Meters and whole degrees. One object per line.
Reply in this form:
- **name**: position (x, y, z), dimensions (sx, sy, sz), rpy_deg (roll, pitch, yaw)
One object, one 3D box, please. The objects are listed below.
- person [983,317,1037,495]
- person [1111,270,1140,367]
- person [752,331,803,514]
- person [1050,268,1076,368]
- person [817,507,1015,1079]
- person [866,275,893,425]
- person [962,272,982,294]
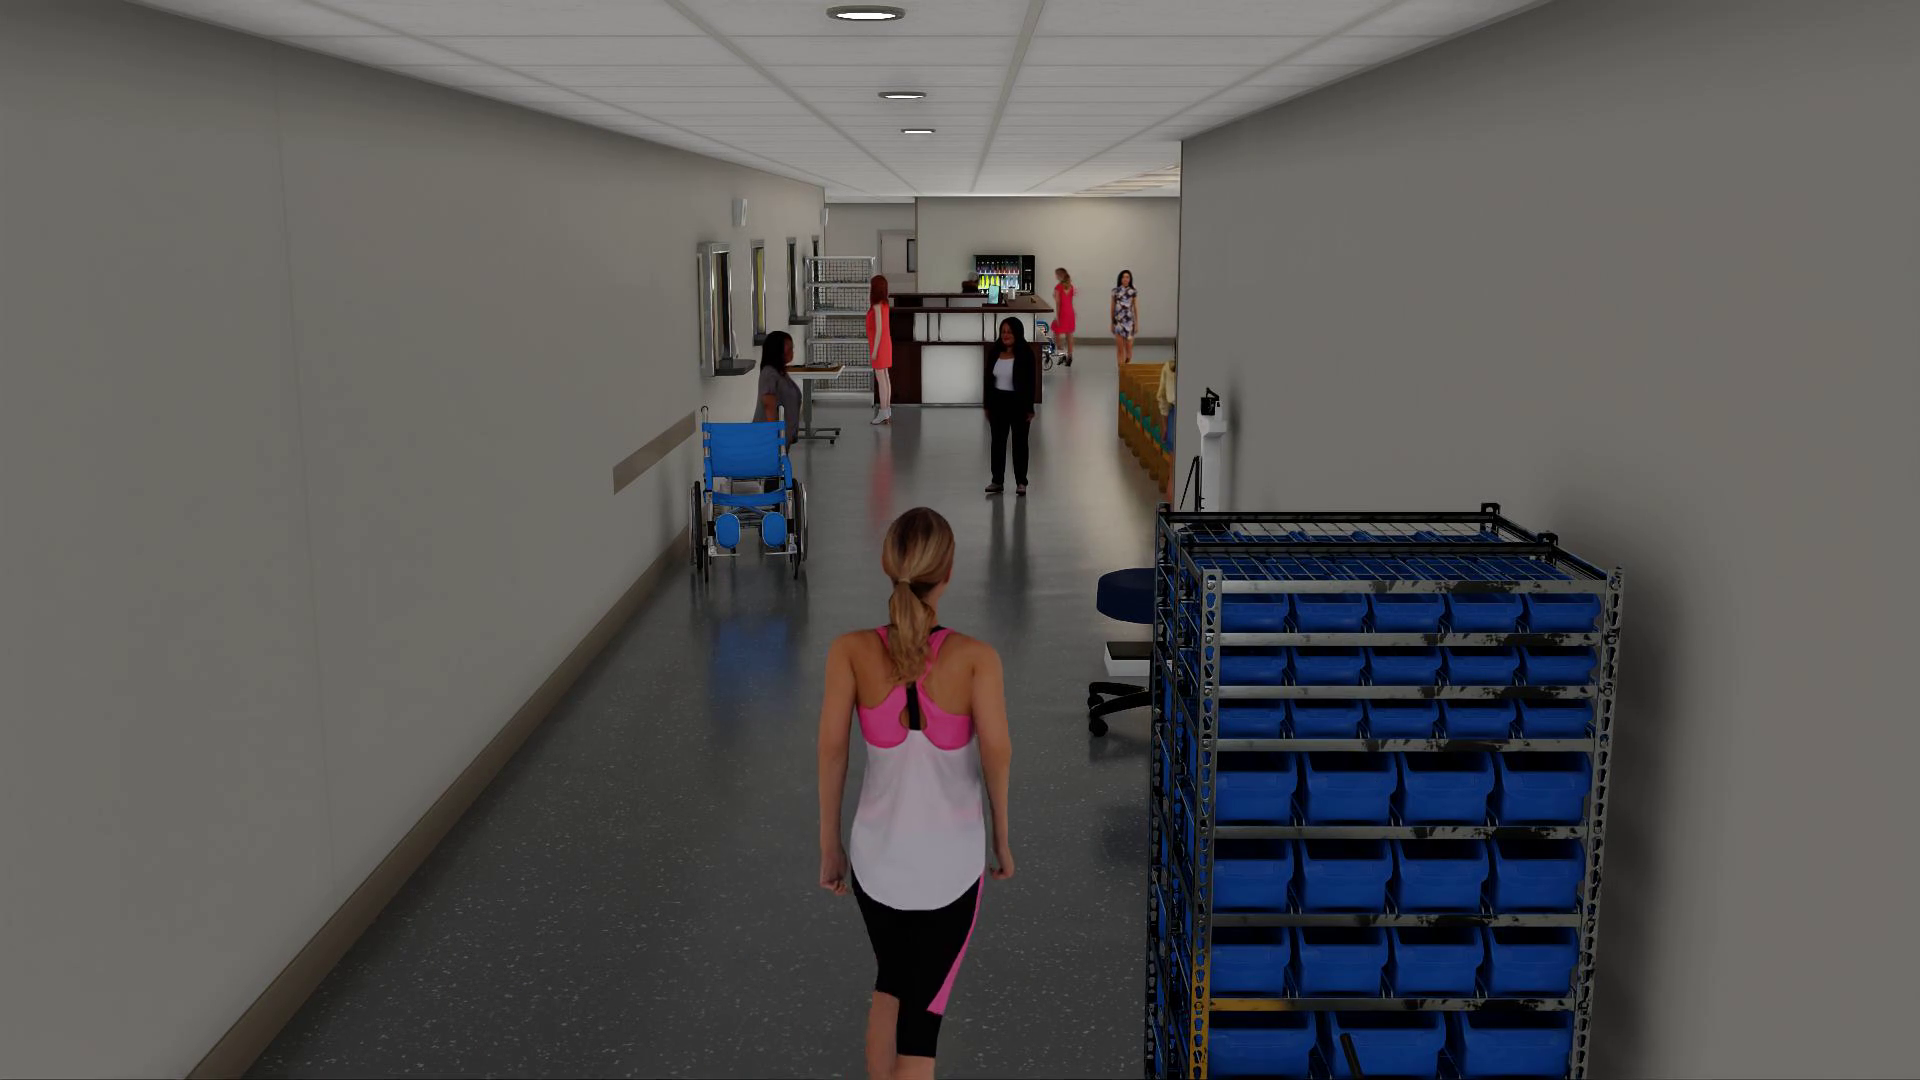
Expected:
- **person**: position (0.459, -1.228, 15.186), dimensions (0.649, 1.617, 0.769), rpy_deg (3, 11, 16)
- **person**: position (2.603, -3.382, 26.314), dimensions (1.099, 1.700, 0.779), rpy_deg (2, 11, 8)
- **person**: position (-1.508, -0.882, 13.397), dimensions (0.644, 1.604, 0.631), rpy_deg (0, 11, -2)
- **person**: position (1.851, -3.845, 28.734), dimensions (0.712, 1.707, 0.794), rpy_deg (-5, 12, -26)
- **person**: position (-0.125, 0.831, 3.932), dimensions (0.710, 1.767, 0.755), rpy_deg (3, 11, 14)
- **person**: position (-0.976, -2.356, 20.567), dimensions (0.581, 1.827, 0.638), rpy_deg (2, 11, 12)
- **person**: position (0.141, -3.846, 28.975), dimensions (0.864, 1.620, 0.755), rpy_deg (-3, 11, -15)
